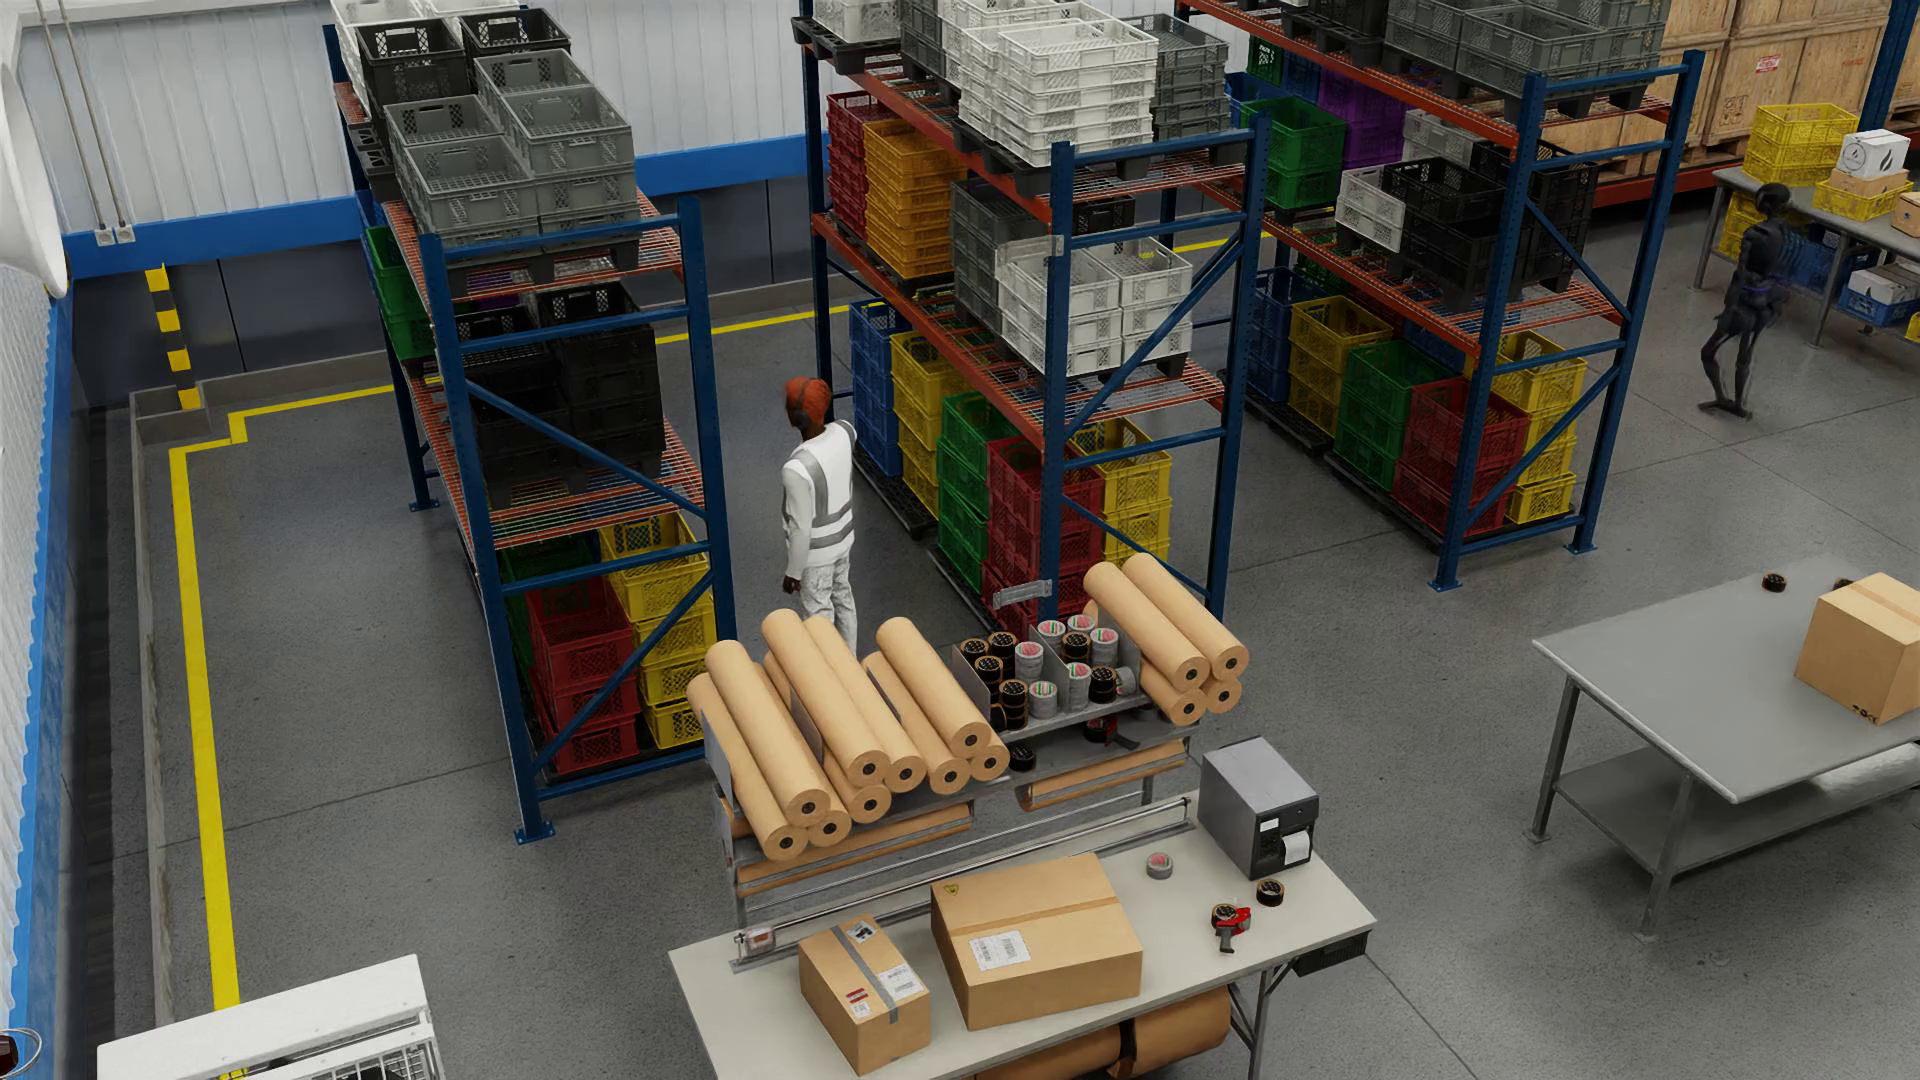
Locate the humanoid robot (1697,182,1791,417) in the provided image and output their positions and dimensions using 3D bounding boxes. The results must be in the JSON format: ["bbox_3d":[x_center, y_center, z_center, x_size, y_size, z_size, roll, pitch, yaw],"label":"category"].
[{"bbox_3d":[5.325,-1.618,11.257,0.625,1.641,0.440,-20,37,-29],"label":"humanoid robot"}]

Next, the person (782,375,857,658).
[{"bbox_3d":[-0.718,0.029,8.384,0.357,1.884,0.573,13,34,20],"label":"person"}]
